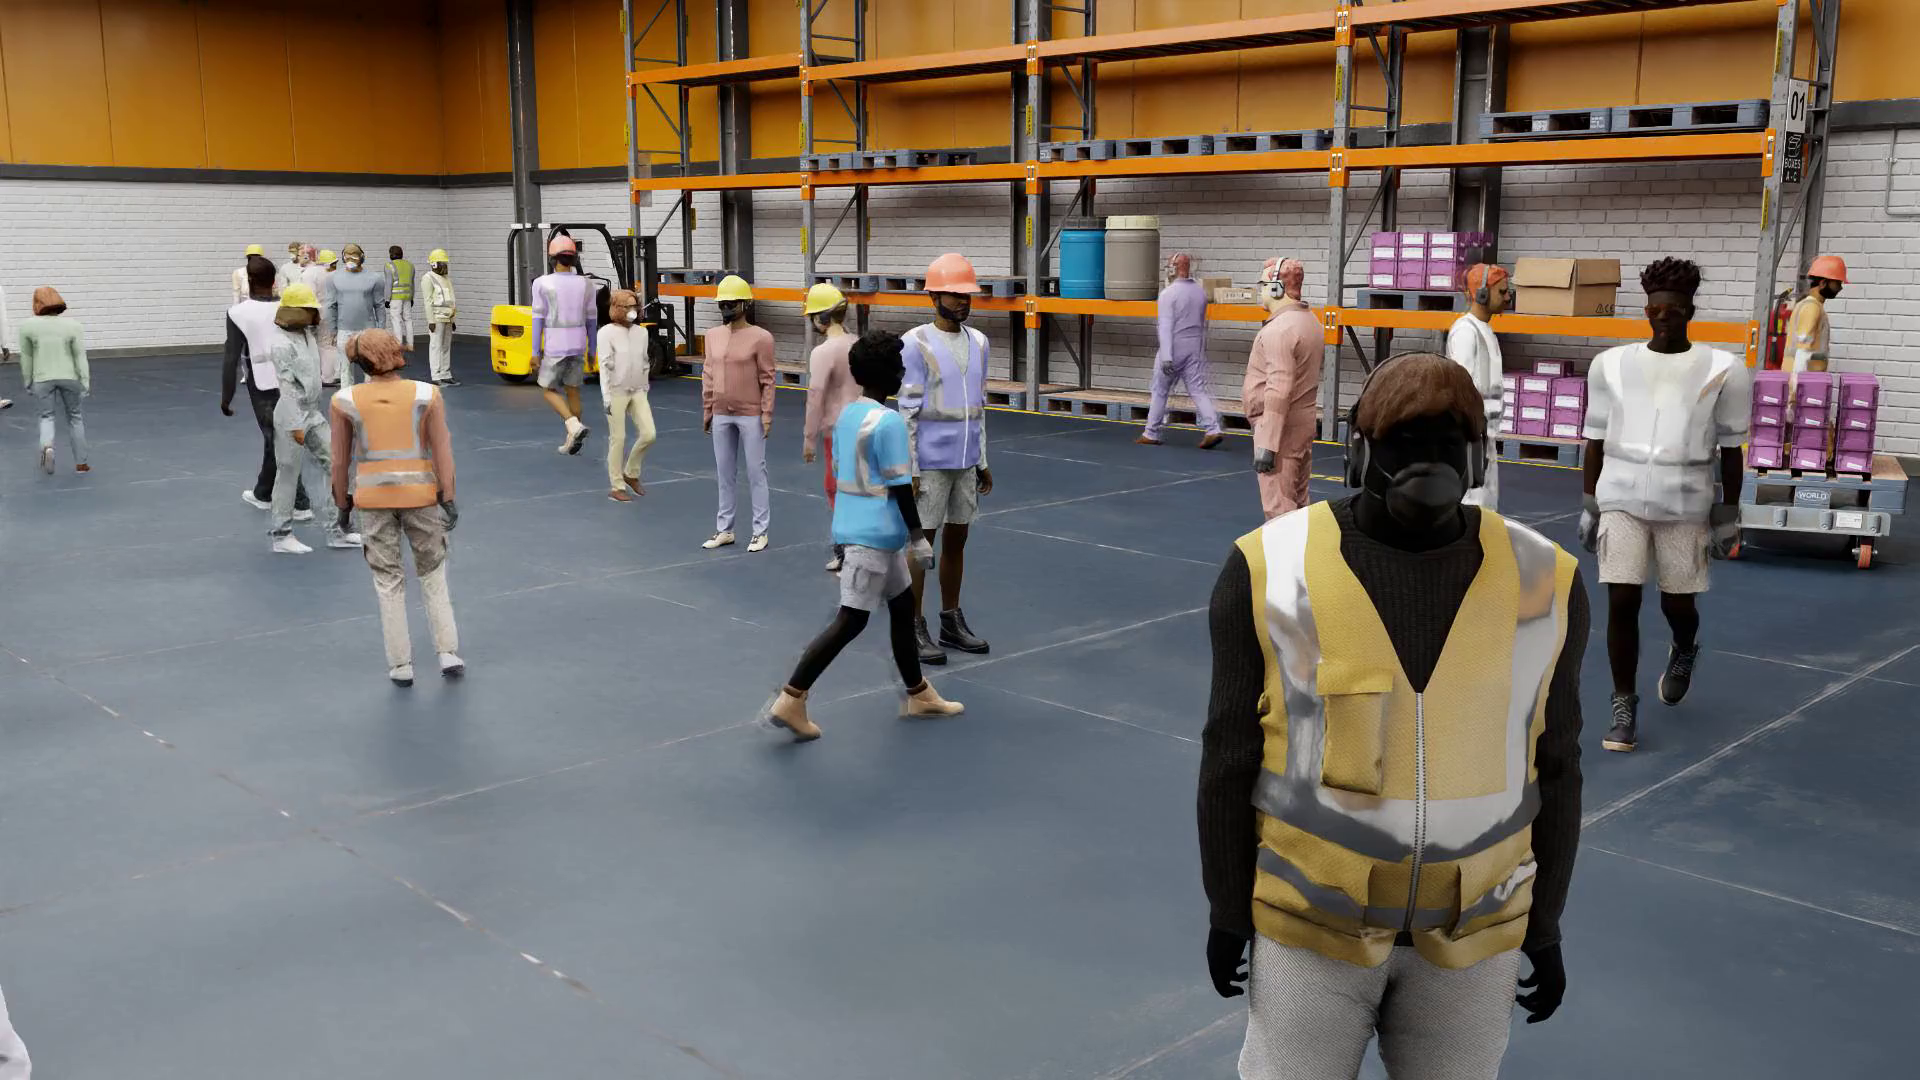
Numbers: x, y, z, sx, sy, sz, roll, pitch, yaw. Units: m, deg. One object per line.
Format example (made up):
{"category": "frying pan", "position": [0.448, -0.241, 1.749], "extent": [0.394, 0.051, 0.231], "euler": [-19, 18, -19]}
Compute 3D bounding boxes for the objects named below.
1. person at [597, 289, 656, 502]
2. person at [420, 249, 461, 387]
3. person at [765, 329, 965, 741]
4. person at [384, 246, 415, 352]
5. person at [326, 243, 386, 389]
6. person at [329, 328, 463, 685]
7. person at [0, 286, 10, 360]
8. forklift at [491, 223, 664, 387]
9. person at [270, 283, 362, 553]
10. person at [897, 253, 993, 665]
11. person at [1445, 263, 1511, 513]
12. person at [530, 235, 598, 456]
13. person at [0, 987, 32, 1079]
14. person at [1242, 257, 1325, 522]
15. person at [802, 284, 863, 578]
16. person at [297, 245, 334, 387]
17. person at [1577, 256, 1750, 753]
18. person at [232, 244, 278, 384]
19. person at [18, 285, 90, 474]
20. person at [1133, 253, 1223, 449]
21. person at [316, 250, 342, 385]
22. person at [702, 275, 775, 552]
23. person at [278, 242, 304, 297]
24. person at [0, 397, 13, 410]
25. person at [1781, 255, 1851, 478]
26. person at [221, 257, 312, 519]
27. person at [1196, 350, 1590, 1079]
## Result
{"category": "person", "position": [-2.530, -1.085, 12.625], "extent": [0.366, 1.621, 0.508], "euler": [10, 14, 42]}
{"category": "person", "position": [-6.950, -2.970, 22.299], "extent": [0.404, 1.837, 0.588], "euler": [2, 11, 12]}
{"category": "person", "position": [-0.401, -0.021, 6.715], "extent": [0.872, 1.662, 0.526], "euler": [-3, 11, -18]}
{"category": "person", "position": [-9.806, -4.212, 29.060], "extent": [0.429, 1.841, 0.633], "euler": [6, 12, 29]}
{"category": "person", "position": [-6.669, -2.305, 18.411], "extent": [0.627, 1.934, 0.371], "euler": [-3, 11, -16]}
{"category": "person", "position": [-2.566, -0.152, 7.534], "extent": [0.535, 1.606, 0.439], "euler": [-3, 11, -17]}
{"category": "person", "position": [-9.936, -1.984, 16.824], "extent": [0.604, 1.875, 0.429], "euler": [-9, 13, -39]}
{"category": "forklift", "position": [-5.316, -3.263, 22.920], "extent": [2.313, 2.155, 1.214], "euler": [-10, 14, -44]}
{"category": "person", "position": [-4.096, -0.758, 10.561], "extent": [0.737, 1.716, 0.509], "euler": [1, 10, 6]}
{"category": "person", "position": [-0.051, -0.387, 7.936], "extent": [0.547, 1.938, 0.377], "euler": [-9, 14, -42]}
{"category": "person", "position": [2.819, -0.601, 9.278], "extent": [0.650, 1.871, 0.596], "euler": [6, 12, 31]}
{"category": "person", "position": [-3.557, -1.735, 15.046], "extent": [0.637, 2.026, 0.610], "euler": [-9, 14, -40]}
{"category": "person", "position": [-2.382, 0.473, 3.583], "extent": [0.976, 1.819, 0.540], "euler": [7, 13, 34]}
{"category": "person", "position": [1.719, -0.563, 8.980], "extent": [0.401, 1.906, 0.650], "euler": [5, 12, 27]}
{"category": "person", "position": [-0.736, -0.617, 9.705], "extent": [0.578, 1.734, 0.543], "euler": [5, 12, 27]}
{"category": "person", "position": [-8.677, -2.955, 22.072], "extent": [0.630, 1.887, 0.664], "euler": [0, 10, 3]}
{"category": "person", "position": [2.808, -0.158, 6.670], "extent": [0.611, 1.945, 0.725], "euler": [6, 12, 31]}
{"category": "person", "position": [-9.537, -3.038, 22.495], "extent": [0.615, 1.892, 0.636], "euler": [-8, 13, -36]}
{"category": "person", "position": [-7.602, -1.334, 13.988], "extent": [0.519, 1.613, 0.575], "euler": [-5, 11, -24]}
{"category": "person", "position": [2.119, -1.794, 15.850], "extent": [0.650, 1.869, 1.008], "euler": [-8, 13, -38]}
{"category": "person", "position": [-8.497, -3.007, 22.537], "extent": [0.403, 1.826, 0.594], "euler": [-2, 11, -9]}
{"category": "person", "position": [-1.429, -0.805, 10.682], "extent": [0.522, 1.769, 0.312], "euler": [4, 11, 22]}
{"category": "person", "position": [-9.992, -3.523, 25.102], "extent": [0.656, 1.907, 0.845], "euler": [2, 11, 11]}
{"category": "person", "position": [-11.536, -2.456, 19.111], "extent": [1.070, 1.989, 0.627], "euler": [3, 11, 15]}
{"category": "person", "position": [6.404, -1.214, 12.639], "extent": [1.033, 1.876, 0.552], "euler": [4, 11, 21]}
{"category": "person", "position": [-4.999, -1.096, 11.998], "extent": [0.995, 1.863, 0.613], "euler": [8, 13, 37]}
{"category": "person", "position": [0.702, 0.615, 2.733], "extent": [0.627, 1.844, 0.429], "euler": [1, 10, 3]}
